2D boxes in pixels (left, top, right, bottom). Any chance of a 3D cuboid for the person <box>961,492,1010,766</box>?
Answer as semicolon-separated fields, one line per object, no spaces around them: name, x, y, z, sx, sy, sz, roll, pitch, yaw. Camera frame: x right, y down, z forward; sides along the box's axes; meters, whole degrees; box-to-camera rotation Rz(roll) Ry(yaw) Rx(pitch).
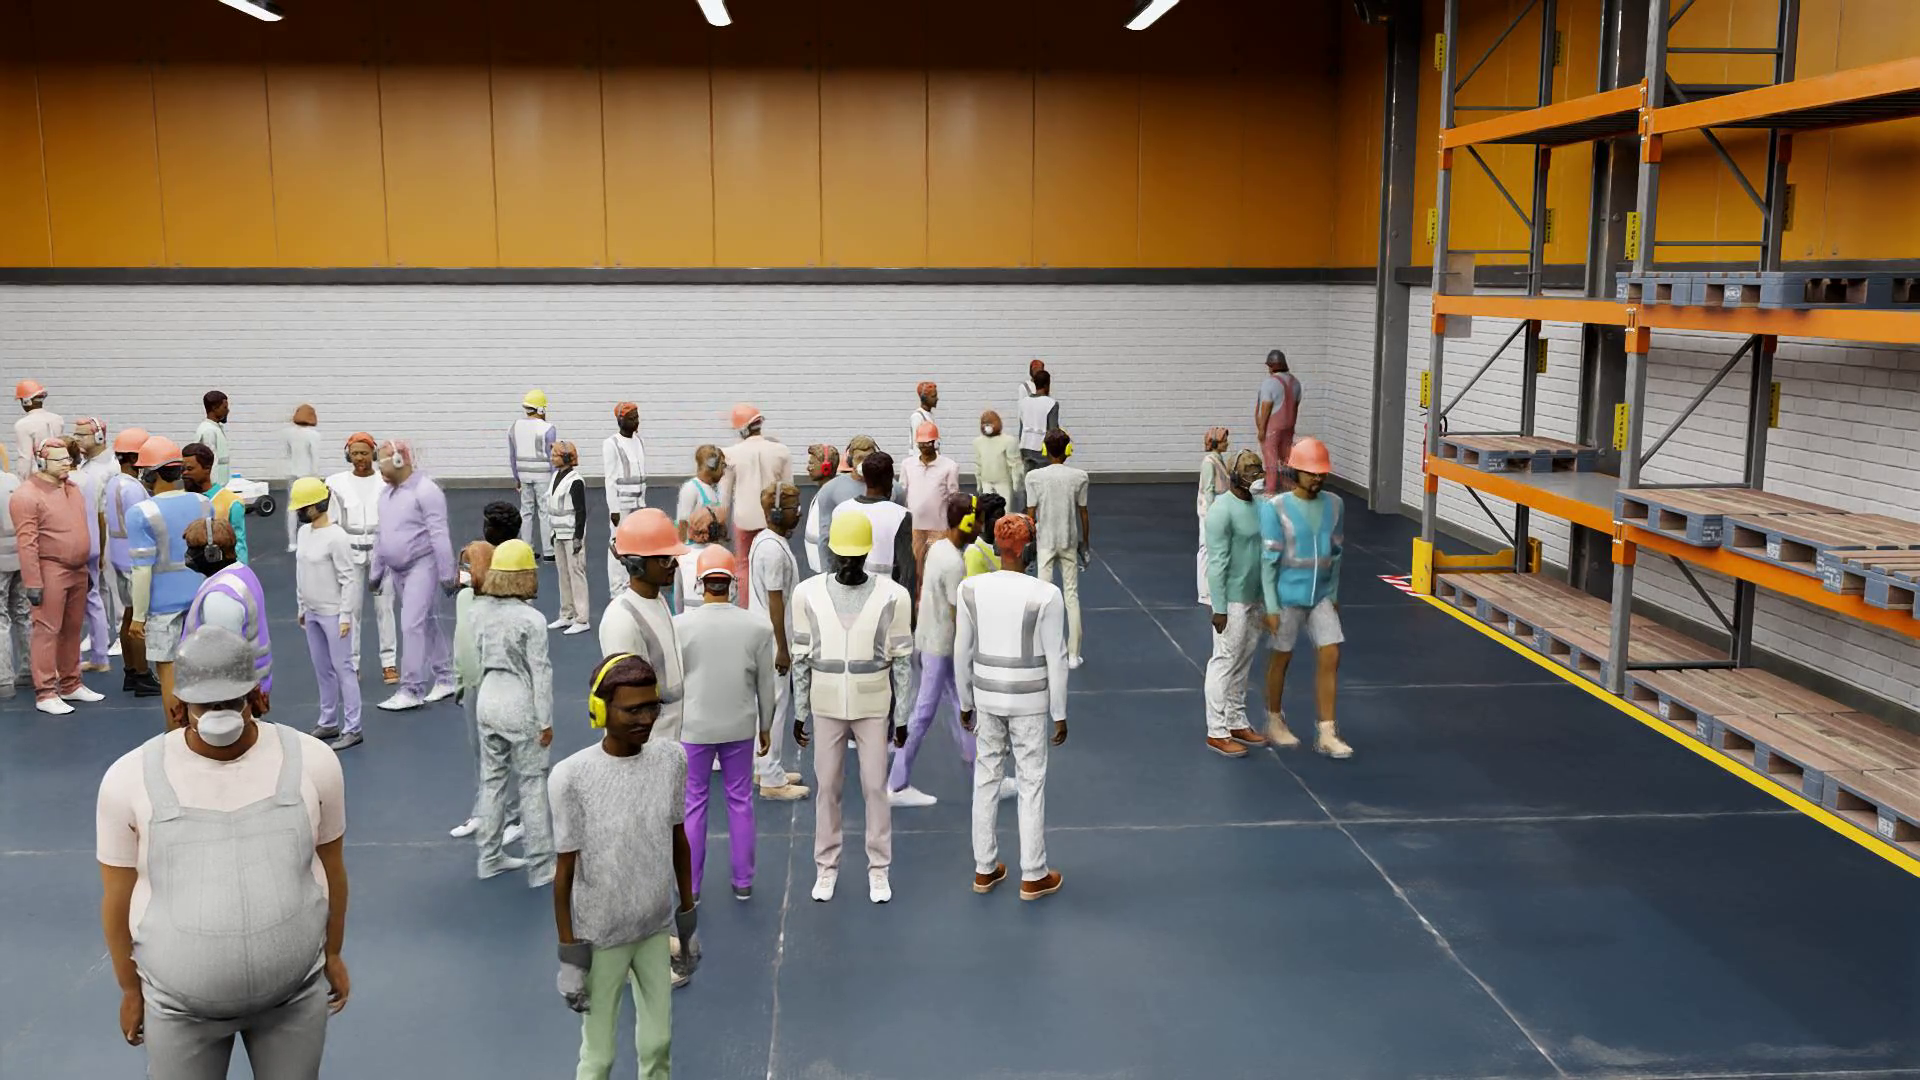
person;0.163;0.546;10.308;0.317;1.695;0.540;3;9;17

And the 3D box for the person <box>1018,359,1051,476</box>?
person;1.041;-1.540;22.850;0.585;1.879;0.367;-8;12;-41

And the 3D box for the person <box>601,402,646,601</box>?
person;-3.026;-0.315;15.131;0.358;1.883;0.572;3;10;20

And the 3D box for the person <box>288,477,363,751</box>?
person;-4.068;0.469;10.607;0.530;1.757;0.338;7;11;37

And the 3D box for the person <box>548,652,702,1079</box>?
person;-1.052;1.264;5.295;0.511;1.862;0.327;-8;12;-41

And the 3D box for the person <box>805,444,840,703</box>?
person;-0.917;0.237;11.781;0.390;1.846;0.565;-2;9;-11

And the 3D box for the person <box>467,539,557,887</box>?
person;-2.206;0.855;8.261;0.485;1.733;0.327;4;10;24

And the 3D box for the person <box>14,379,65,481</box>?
person;-9.196;-0.611;16.644;0.382;1.993;0.609;2;9;10

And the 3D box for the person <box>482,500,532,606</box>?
person;-2.695;0.609;9.910;0.315;1.696;0.541;-1;9;-8

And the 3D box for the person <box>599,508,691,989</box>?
person;-1.321;0.877;7.142;0.377;2.045;0.605;0;9;2

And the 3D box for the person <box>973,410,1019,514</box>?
person;0.410;-0.601;17.791;0.513;1.608;0.475;5;10;26

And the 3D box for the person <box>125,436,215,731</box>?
person;-4.873;0.379;10.270;0.374;2.044;0.607;4;10;21

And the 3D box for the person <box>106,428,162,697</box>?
person;-5.911;0.159;11.982;0.361;1.938;0.547;-8;12;-41

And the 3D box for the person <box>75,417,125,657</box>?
person;-6.868;-0.028;13.251;0.639;1.910;0.406;4;10;24

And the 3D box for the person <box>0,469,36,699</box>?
person;-6.896;0.171;11.907;0.416;1.940;0.608;1;9;5

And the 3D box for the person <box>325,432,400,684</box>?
person;-4.367;0.141;12.271;0.574;1.882;0.358;-3;10;-18

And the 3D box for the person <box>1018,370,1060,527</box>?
person;0.915;-1.048;19.676;0.402;1.909;0.587;-8;12;-43

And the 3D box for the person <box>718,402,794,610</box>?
person;-1.699;-0.176;13.994;0.664;1.967;0.445;-3;9;-17

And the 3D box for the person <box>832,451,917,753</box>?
person;-0.540;0.394;10.566;0.598;1.917;0.375;5;10;30

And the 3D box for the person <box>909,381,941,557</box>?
person;-0.379;-0.771;17.990;0.337;1.882;0.585;2;9;12

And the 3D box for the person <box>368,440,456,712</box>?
person;-3.912;0.251;11.624;0.665;1.873;0.852;7;12;39

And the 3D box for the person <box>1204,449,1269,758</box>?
person;1.769;0.388;10.541;0.357;1.938;0.638;7;11;36

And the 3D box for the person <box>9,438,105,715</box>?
person;-6.253;0.240;11.572;0.402;1.906;0.652;1;9;5

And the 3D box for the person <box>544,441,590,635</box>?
person;-3.322;-0.026;14.076;0.306;1.639;0.523;-7;12;-38

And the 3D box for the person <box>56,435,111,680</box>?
person;-6.632;0.132;12.483;0.345;1.836;0.518;3;10;21

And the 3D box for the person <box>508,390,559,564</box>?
person;-4.424;-0.660;17.450;0.600;1.831;0.404;4;10;23

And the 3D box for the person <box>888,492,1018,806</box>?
person;-0.013;0.631;9.399;0.930;1.811;0.529;-1;9;-4

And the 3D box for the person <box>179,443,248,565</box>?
person;-5.029;0.302;11.149;0.590;1.919;0.391;3;9;18

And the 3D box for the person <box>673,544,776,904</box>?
person;-1.175;0.887;8.044;0.574;1.737;0.354;-4;10;-21

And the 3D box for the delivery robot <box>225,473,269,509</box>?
delivery robot;-9.002;-0.589;20.716;0.477;0.478;0.707;6;11;34

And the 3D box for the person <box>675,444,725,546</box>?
person;-1.913;0.219;12.068;0.341;1.803;0.647;3;9;16

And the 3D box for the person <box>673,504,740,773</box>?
person;-1.535;0.599;10.155;0.522;1.640;0.306;7;11;38

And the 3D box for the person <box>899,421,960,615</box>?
person;-0.287;-0.168;14.614;0.563;1.752;0.328;2;9;14

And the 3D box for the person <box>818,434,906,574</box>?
person;-0.670;0.232;11.524;0.630;1.938;0.366;-3;10;-18

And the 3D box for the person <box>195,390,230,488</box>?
person;-7.282;-0.501;16.226;0.385;1.911;0.594;-3;10;-20

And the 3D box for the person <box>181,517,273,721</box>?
person;-3.673;0.792;8.334;0.429;1.837;0.626;-3;9;-16

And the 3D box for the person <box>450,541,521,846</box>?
person;-2.520;0.809;8.851;0.497;1.634;0.279;7;11;37

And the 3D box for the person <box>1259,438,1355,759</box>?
person;2.197;0.377;10.382;0.631;2.006;0.895;-3;10;-20

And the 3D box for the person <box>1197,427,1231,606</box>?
person;2.331;-0.222;15.300;0.311;1.642;0.512;3;9;17

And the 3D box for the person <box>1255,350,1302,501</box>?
person;4.229;-1.550;22.394;0.688;2.000;0.536;-7;11;-36

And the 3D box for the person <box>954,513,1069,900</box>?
person;0.254;0.804;8.097;0.585;1.882;0.337;5;10;26

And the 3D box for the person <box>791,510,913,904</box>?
person;-0.520;0.802;8.015;0.586;1.918;0.395;0;9;3

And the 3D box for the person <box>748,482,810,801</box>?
person;-1.062;0.579;9.636;0.326;1.843;0.517;-2;9;-12

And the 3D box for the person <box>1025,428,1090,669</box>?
person;0.738;0.071;12.781;0.516;1.860;0.333;0;9;-2
